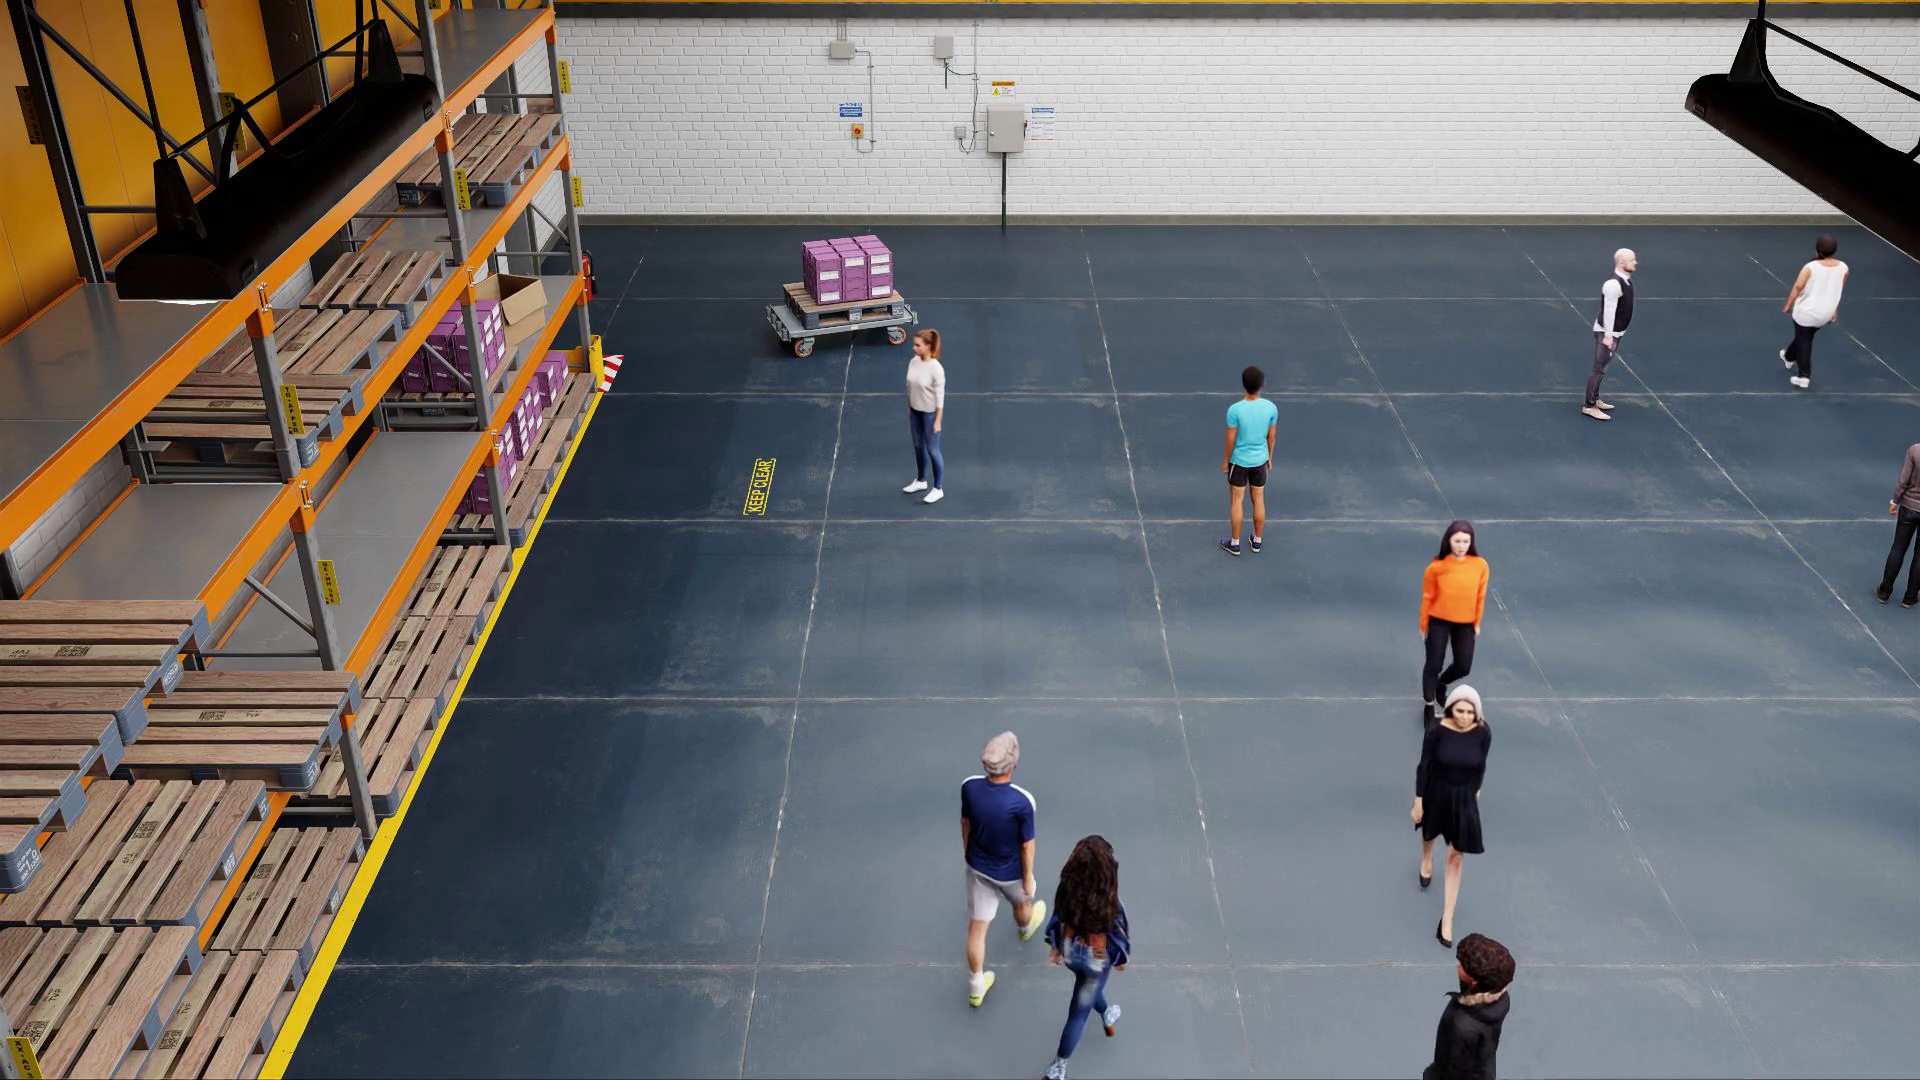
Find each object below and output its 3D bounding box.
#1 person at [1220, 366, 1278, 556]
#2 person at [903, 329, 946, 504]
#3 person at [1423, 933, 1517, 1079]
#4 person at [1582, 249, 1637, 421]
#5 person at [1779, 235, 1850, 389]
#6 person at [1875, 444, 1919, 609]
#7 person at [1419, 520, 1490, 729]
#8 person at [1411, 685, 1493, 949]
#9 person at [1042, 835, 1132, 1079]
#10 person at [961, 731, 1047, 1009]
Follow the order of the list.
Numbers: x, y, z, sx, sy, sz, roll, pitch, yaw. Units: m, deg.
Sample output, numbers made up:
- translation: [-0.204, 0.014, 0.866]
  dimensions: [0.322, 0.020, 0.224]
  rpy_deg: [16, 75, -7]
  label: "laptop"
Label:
- translation: [2.585, -0.703, 14.873]
  dimensions: [0.657, 1.775, 0.569]
  rpy_deg: [-5, 29, -10]
  label: "person"
- translation: [-0.320, -1.194, 15.832]
  dimensions: [0.739, 1.719, 0.662]
  rpy_deg: [-22, 36, -35]
  label: "person"
- translation: [2.644, 2.775, 8.504]
  dimensions: [0.926, 1.768, 0.880]
  rpy_deg: [22, 36, 35]
  label: "person"
- translation: [6.862, -2.195, 17.558]
  dimensions: [0.840, 1.824, 0.713]
  rpy_deg: [15, 32, 25]
  label: "person"
- translation: [9.378, -2.483, 18.266]
  dimensions: [0.714, 1.650, 1.078]
  rpy_deg: [-2, 29, -5]
  label: "person"
- translation: [8.130, -0.255, 14.058]
  dimensions: [0.721, 1.768, 0.713]
  rpy_deg: [11, 30, 19]
  label: "person"
- translation: [3.663, 0.600, 12.519]
  dimensions: [0.625, 1.741, 0.658]
  rpy_deg: [0, 29, 1]
  label: "person"
- translation: [3.103, 1.635, 10.663]
  dimensions: [0.762, 1.702, 1.203]
  rpy_deg: [4, 29, 8]
  label: "person"
- translation: [0.678, 2.417, 9.352]
  dimensions: [1.008, 1.585, 1.135]
  rpy_deg: [18, 33, 30]
  label: "person"
- translation: [0.186, 1.997, 9.901]
  dimensions: [0.933, 1.796, 1.205]
  rpy_deg: [11, 30, 19]
  label: "person"
